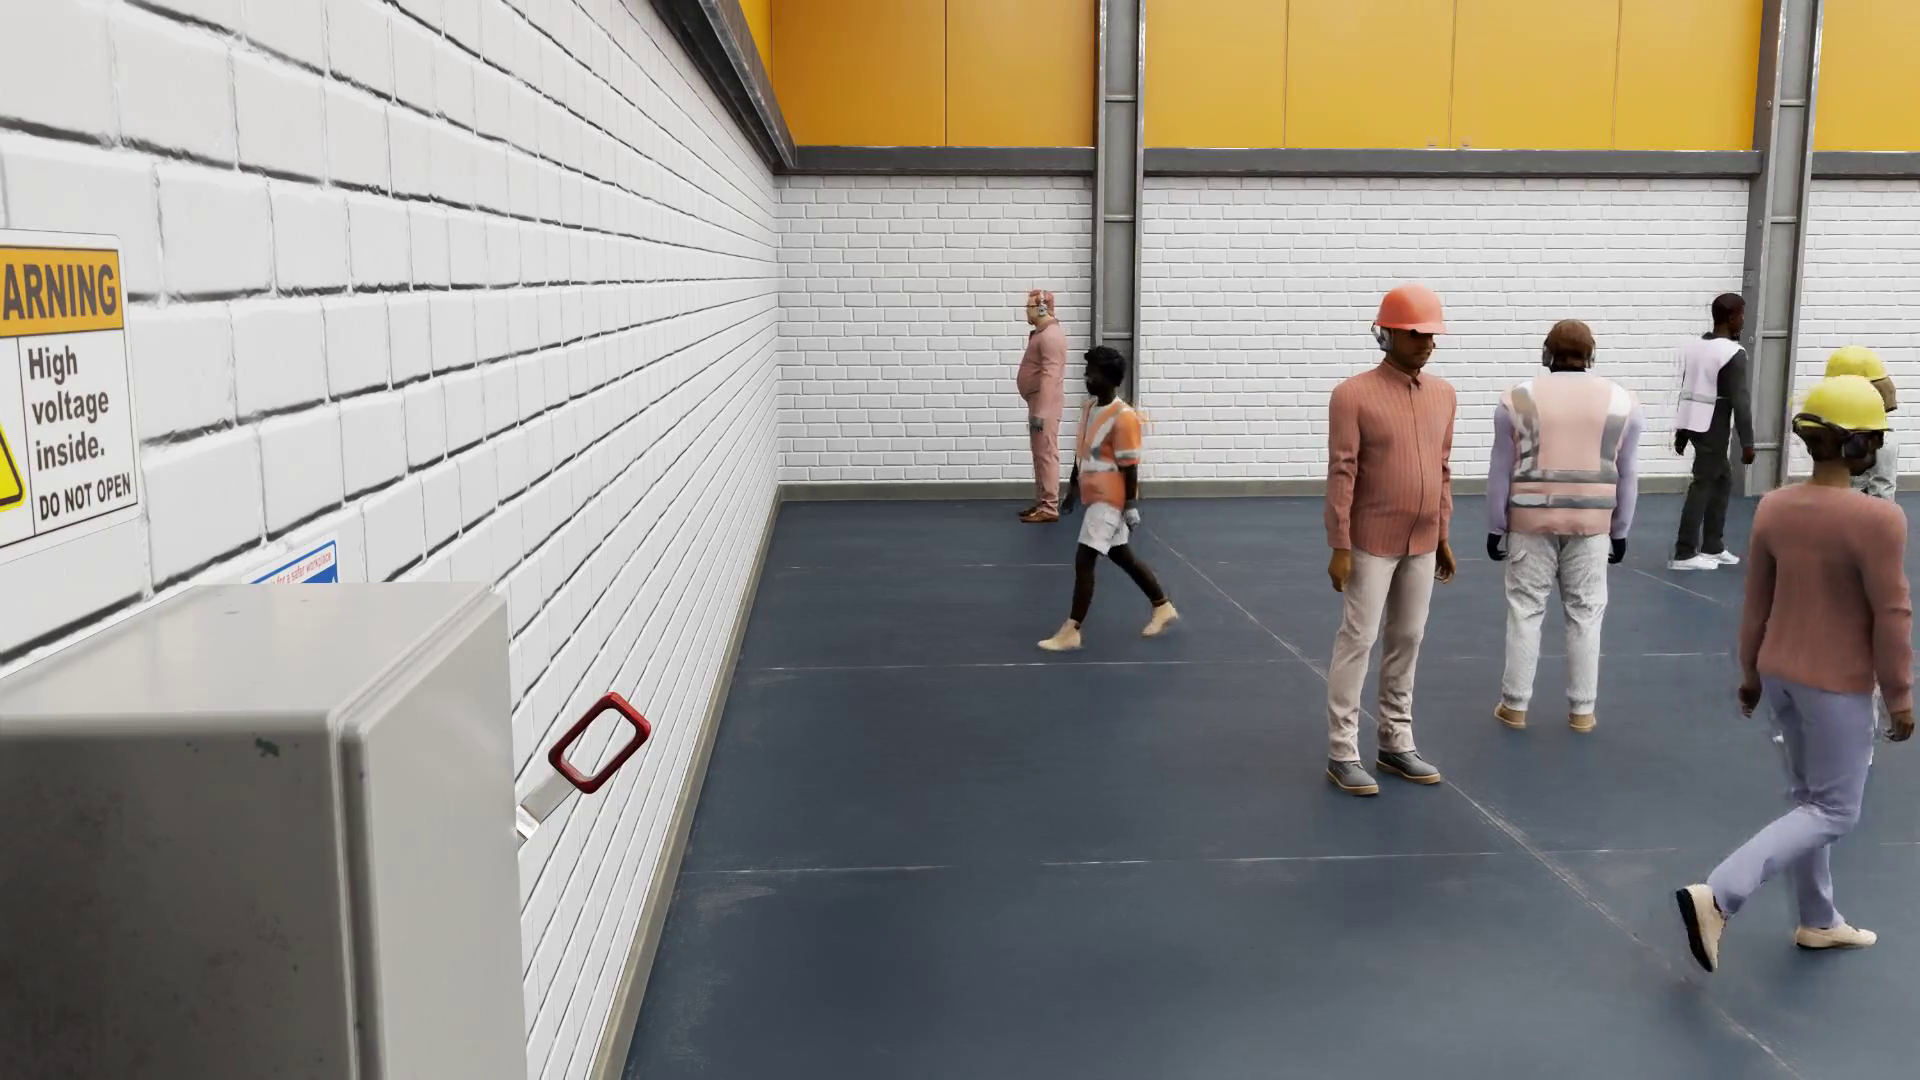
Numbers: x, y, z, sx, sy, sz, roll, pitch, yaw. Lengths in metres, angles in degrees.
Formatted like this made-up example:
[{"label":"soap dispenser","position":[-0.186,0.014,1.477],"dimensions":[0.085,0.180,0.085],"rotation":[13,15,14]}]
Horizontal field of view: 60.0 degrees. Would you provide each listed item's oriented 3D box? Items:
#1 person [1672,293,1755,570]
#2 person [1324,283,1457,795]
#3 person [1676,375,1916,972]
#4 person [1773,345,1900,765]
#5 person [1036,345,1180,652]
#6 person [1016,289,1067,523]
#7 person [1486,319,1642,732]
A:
[{"label":"person","position":[5.233,-0.728,11.364],"dimensions":[0.702,1.893,0.632],"rotation":[-1,9,-5]},{"label":"person","position":[1.704,-0.001,6.515],"dimensions":[0.623,1.989,0.400],"rotation":[-5,10,-27]},{"label":"person","position":[2.419,0.397,4.788],"dimensions":[0.725,1.745,0.527],"rotation":[-2,9,-11]},{"label":"person","position":[3.648,0.068,6.879],"dimensions":[0.304,1.739,0.485],"rotation":[0,9,3]},{"label":"person","position":[0.844,-0.235,9.050],"dimensions":[0.872,1.662,0.526],"rotation":[-3,9,-15]},{"label":"person","position":[0.664,-1.092,13.641],"dimensions":[0.402,1.905,0.699],"rotation":[0,9,-1]},{"label":"person","position":[2.658,-0.058,7.383],"dimensions":[0.636,1.837,0.429],"rotation":[2,9,10]}]
